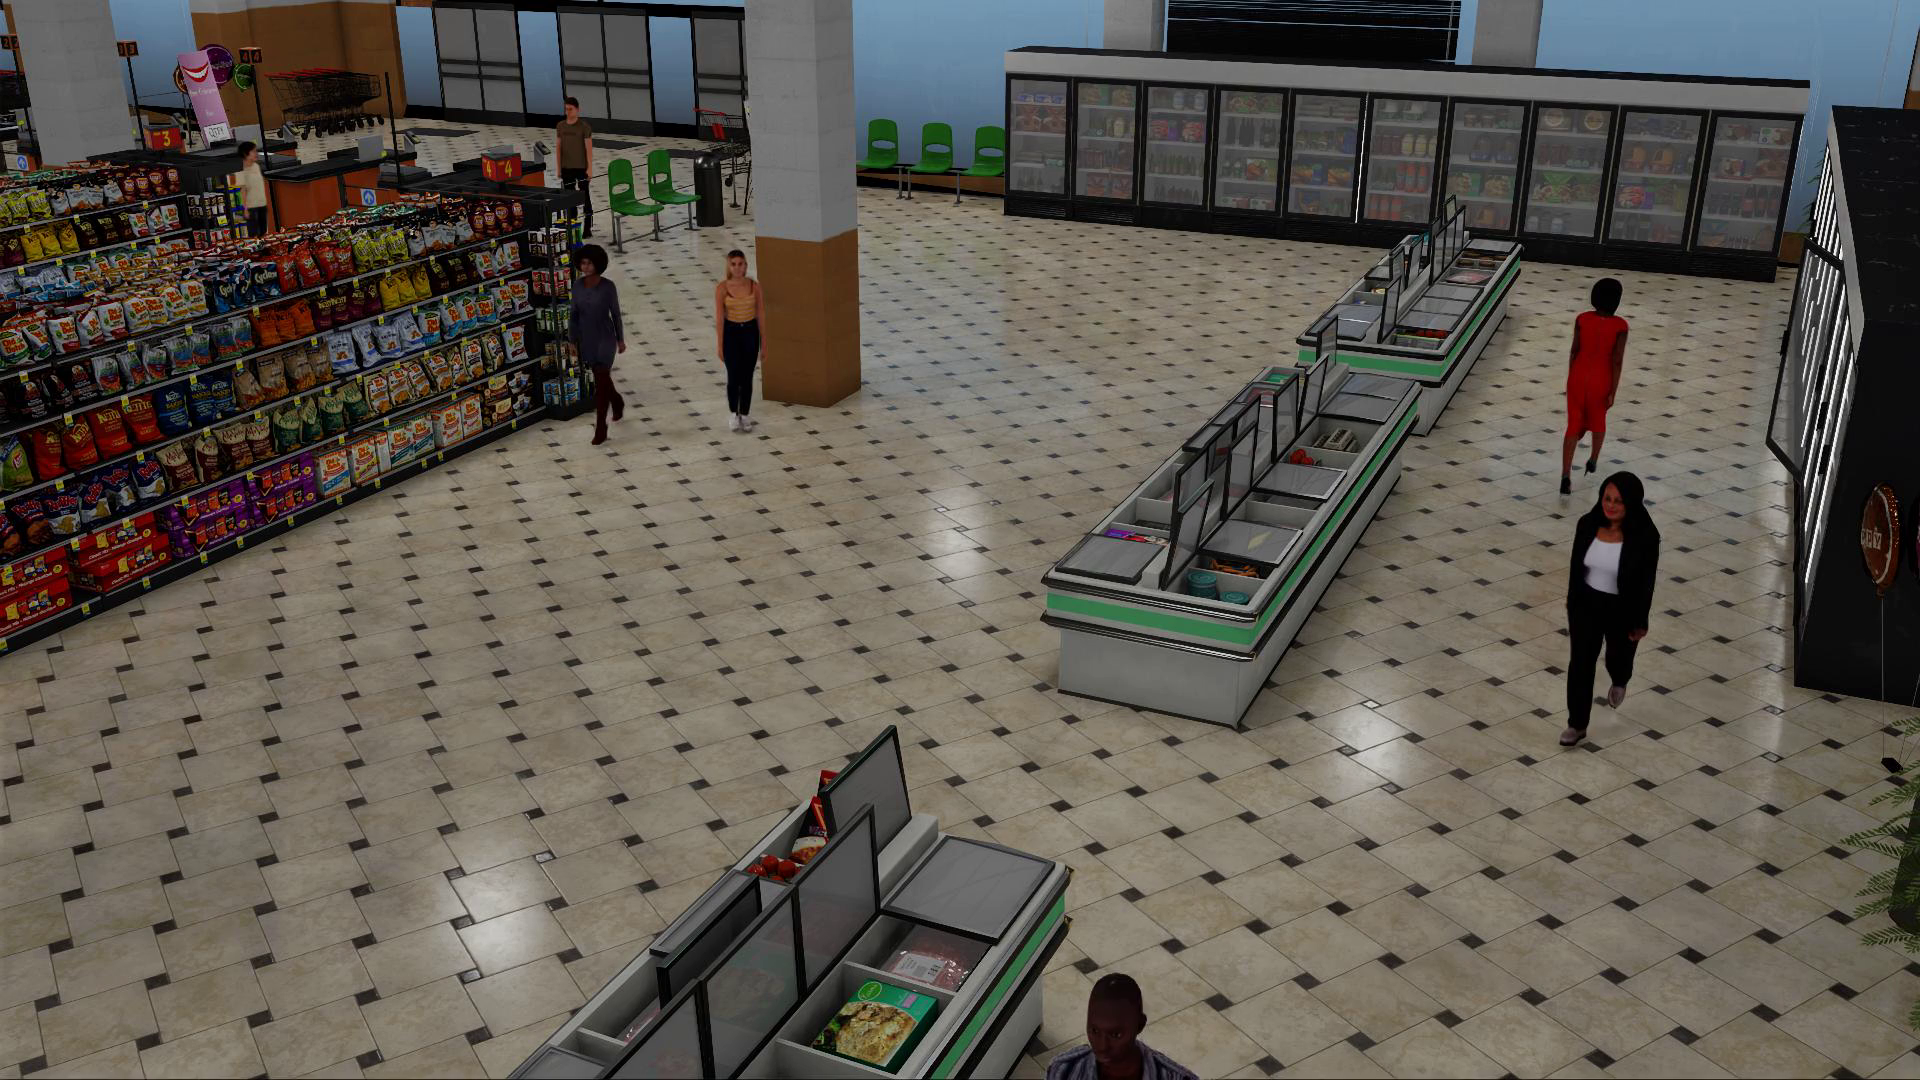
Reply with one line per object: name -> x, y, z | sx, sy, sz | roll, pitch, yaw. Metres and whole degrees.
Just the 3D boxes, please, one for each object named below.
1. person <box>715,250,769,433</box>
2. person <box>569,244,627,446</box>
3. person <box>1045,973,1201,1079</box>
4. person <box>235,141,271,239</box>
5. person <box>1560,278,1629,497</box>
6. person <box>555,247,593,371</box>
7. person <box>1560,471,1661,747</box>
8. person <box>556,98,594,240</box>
person -> -1.939, -1.763, 14.642 | 0.679, 1.618, 0.740 | -8, 23, -18
person -> -3.115, -1.728, 14.483 | 0.758, 1.671, 1.139 | 5, 22, 12
person -> 0.483, 2.022, 5.009 | 0.704, 1.776, 0.690 | 5, 23, 13
person -> -8.724, -4.113, 20.533 | 0.681, 1.586, 0.468 | 6, 23, 14
person -> 4.905, -1.156, 13.026 | 0.591, 1.696, 1.089 | 11, 24, 26
person -> -3.795, -2.242, 16.073 | 0.661, 1.439, 0.570 | 11, 25, 26
person -> 3.680, 0.365, 9.372 | 0.727, 1.599, 1.014 | 15, 26, 32
person -> -5.182, -5.029, 22.444 | 0.741, 1.861, 0.761 | 4, 22, 10
